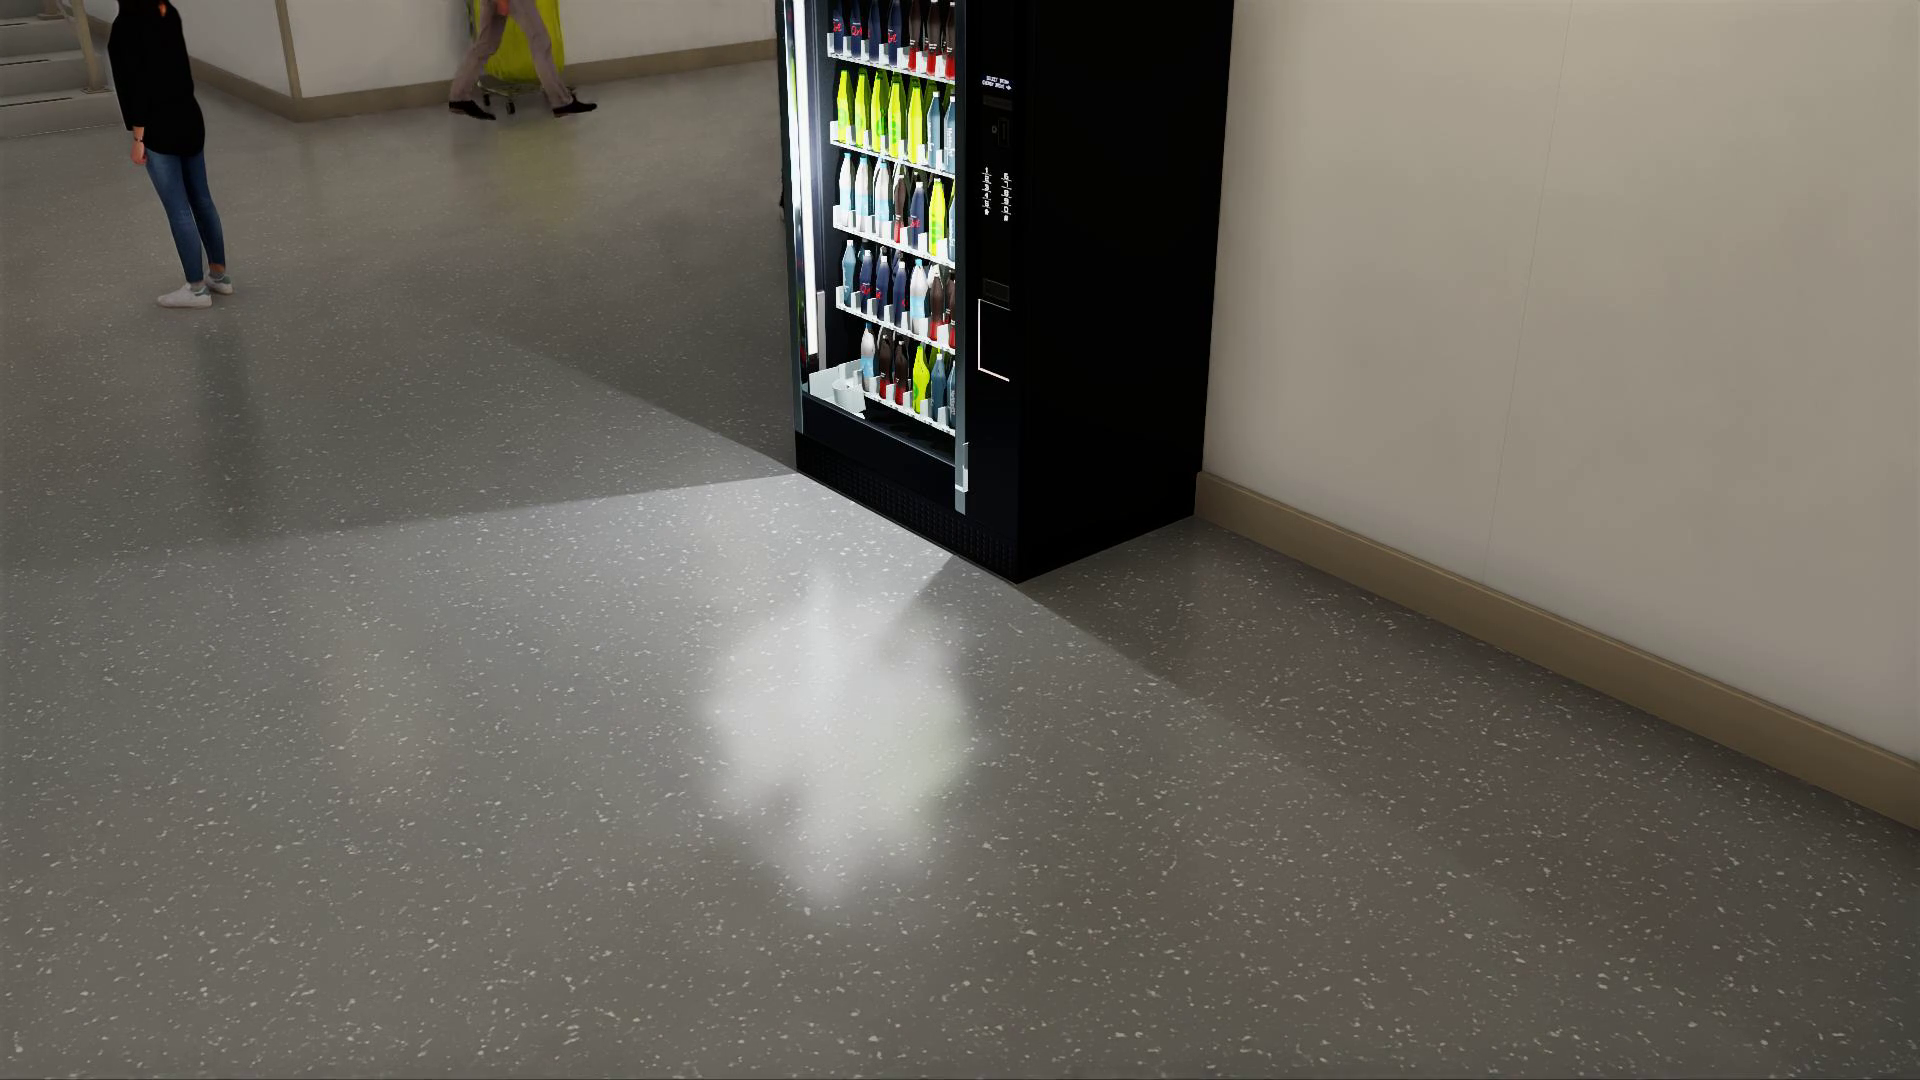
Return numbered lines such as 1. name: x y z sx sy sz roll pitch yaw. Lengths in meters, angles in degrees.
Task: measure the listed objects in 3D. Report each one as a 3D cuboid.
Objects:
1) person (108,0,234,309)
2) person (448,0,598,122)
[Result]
1. person: -3.621 -1.898 7.600 0.691 1.647 0.646 5 26 9
2. person: -3.135 -3.670 11.106 0.903 1.794 1.232 -12 28 -23
